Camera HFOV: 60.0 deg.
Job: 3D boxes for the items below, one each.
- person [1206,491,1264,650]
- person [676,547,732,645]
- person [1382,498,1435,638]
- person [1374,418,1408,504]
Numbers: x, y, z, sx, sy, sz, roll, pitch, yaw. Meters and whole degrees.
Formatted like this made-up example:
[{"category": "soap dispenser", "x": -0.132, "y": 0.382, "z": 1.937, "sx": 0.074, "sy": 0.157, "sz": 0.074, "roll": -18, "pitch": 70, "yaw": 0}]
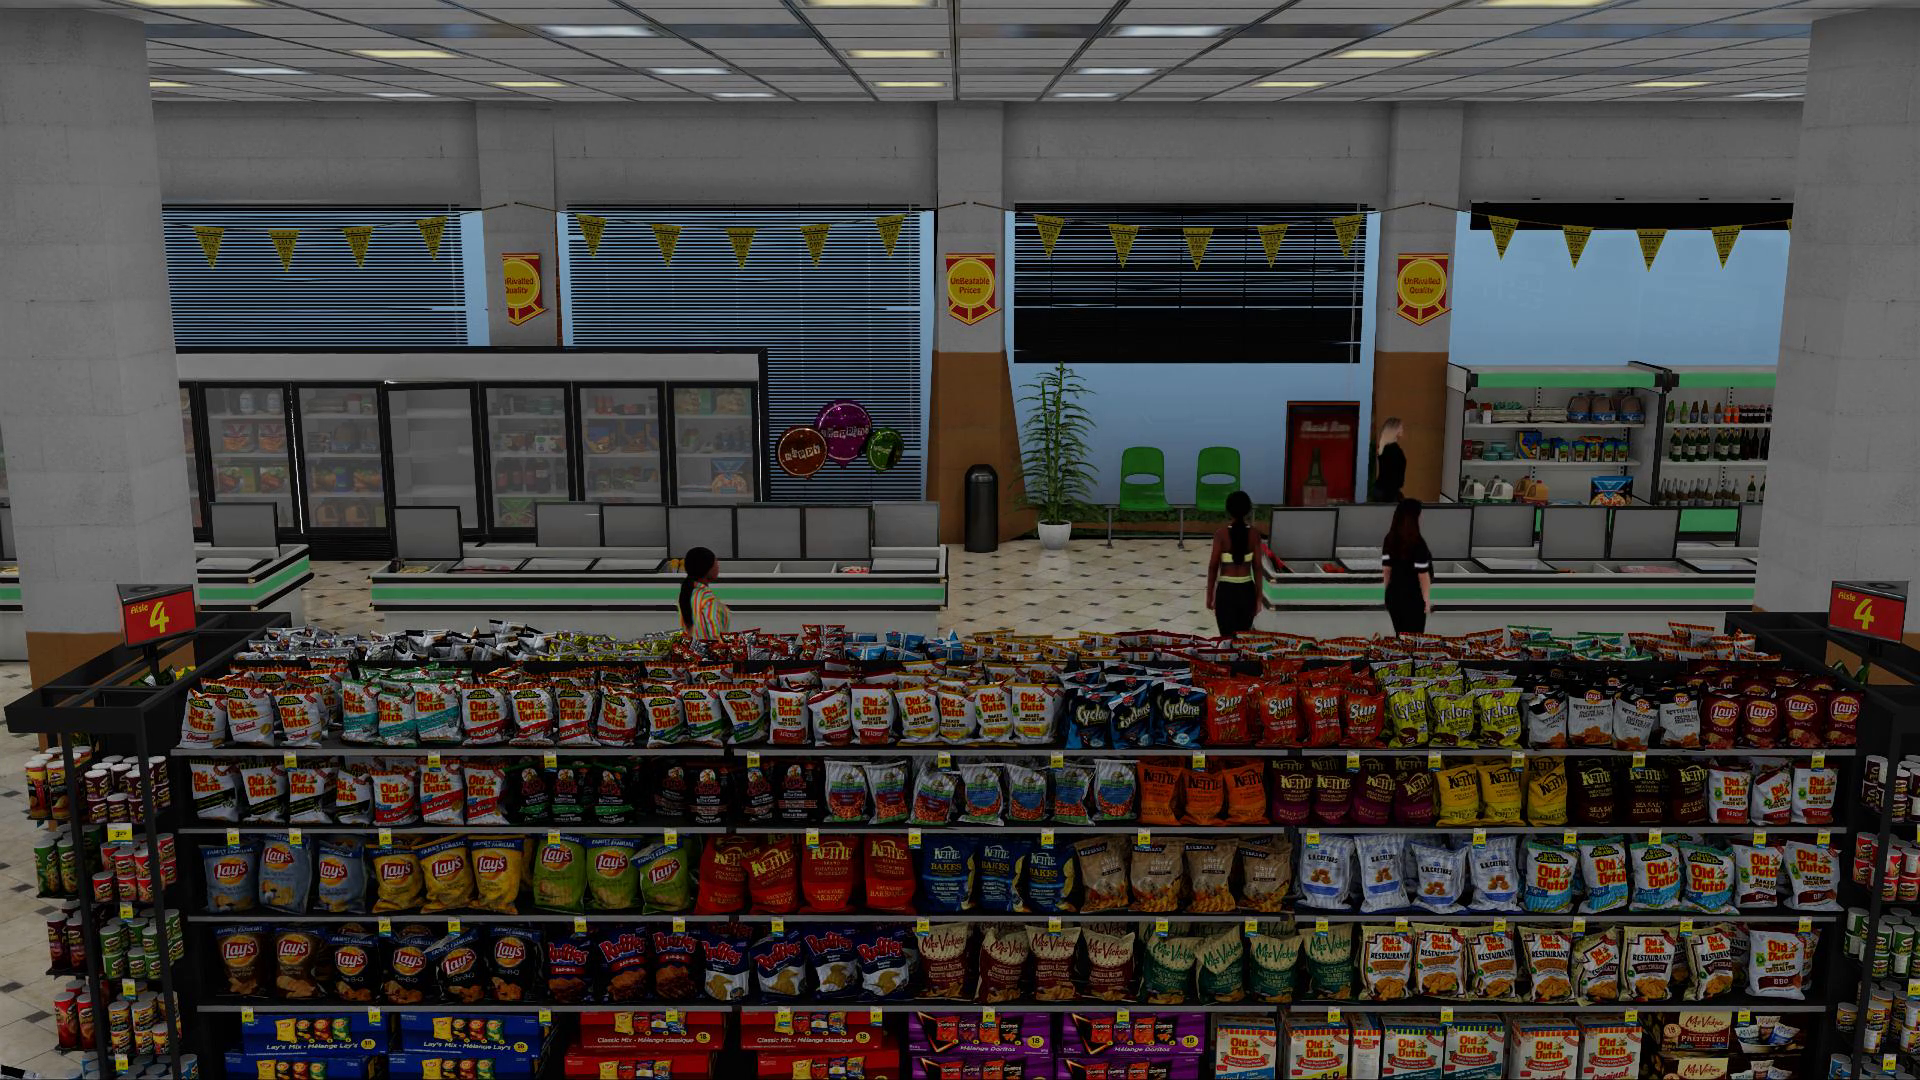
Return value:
[{"category": "person", "x": 2.159, "y": 0.504, "z": 12.963, "sx": 0.554, "sy": 1.742, "sz": 0.635, "roll": -1, "pitch": 12, "yaw": -4}, {"category": "person", "x": -1.667, "y": 0.920, "z": 10.865, "sx": 0.731, "sy": 1.792, "sz": 0.681, "roll": -10, "pitch": 16, "yaw": -41}, {"category": "person", "x": 3.560, "y": 0.476, "z": 13.350, "sx": 0.916, "sy": 1.637, "sz": 0.812, "roll": -7, "pitch": 14, "yaw": -30}, {"category": "person", "x": 4.458, "y": -0.456, "z": 17.692, "sx": 0.702, "sy": 1.671, "sz": 0.633, "roll": -1, "pitch": 12, "yaw": -5}]
